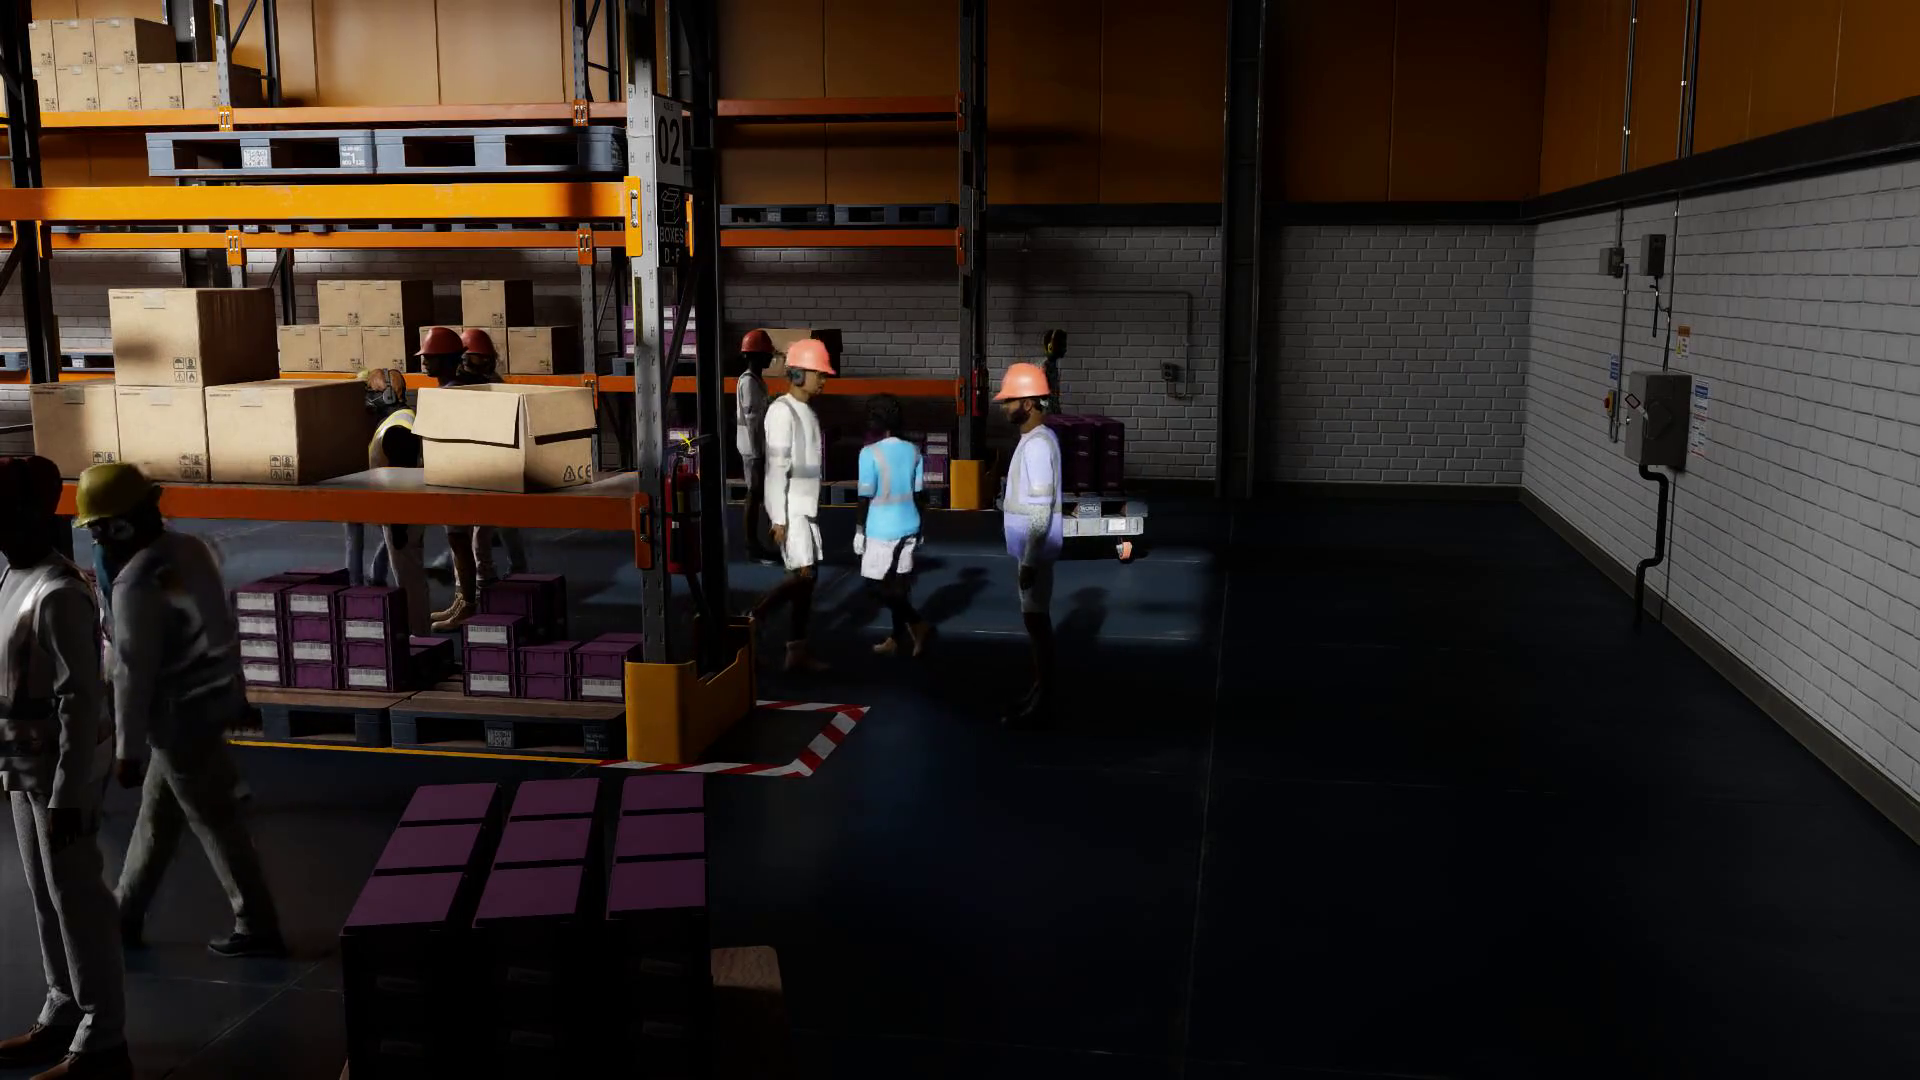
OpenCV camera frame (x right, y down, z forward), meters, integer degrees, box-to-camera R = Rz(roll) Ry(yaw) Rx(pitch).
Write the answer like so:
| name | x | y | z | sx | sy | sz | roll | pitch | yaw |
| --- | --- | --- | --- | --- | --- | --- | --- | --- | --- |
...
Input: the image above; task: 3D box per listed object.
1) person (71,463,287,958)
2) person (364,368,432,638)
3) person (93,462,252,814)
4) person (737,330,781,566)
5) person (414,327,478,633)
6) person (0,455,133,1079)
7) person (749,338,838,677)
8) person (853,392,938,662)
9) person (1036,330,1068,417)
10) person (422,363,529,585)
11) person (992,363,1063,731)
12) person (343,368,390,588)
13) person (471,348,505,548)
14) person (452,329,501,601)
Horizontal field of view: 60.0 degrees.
| name | x | y | z | sx | sy | sz | roll | pitch | yaw |
| --- | --- | --- | --- | --- | --- | --- | --- | --- | --- |
| person | -2.794 | 0.613 | 5.738 | 0.890 | 1.766 | 0.650 | -1 | 9 | -5 |
| person | -3.442 | -0.136 | 10.191 | 0.430 | 1.835 | 0.622 | -4 | 10 | -21 |
| person | -3.582 | 0.442 | 7.333 | 0.872 | 1.592 | 0.519 | 2 | 9 | 10 |
| person | -1.659 | -0.756 | 13.696 | 0.354 | 1.939 | 0.544 | -1 | 9 | -7 |
| person | -3.427 | -0.401 | 11.164 | 0.370 | 2.044 | 0.608 | -3 | 10 | -17 |
| person | -2.697 | 0.689 | 4.904 | 0.355 | 1.883 | 0.575 | -9 | 13 | -44 |
| person | -1.006 | -0.183 | 9.885 | 0.573 | 2.021 | 0.645 | 2 | 9 | 14 |
| person | -0.372 | -0.057 | 10.113 | 0.581 | 1.686 | 0.548 | 7 | 11 | 37 |
| person | 0.911 | -1.130 | 16.288 | 0.659 | 1.843 | 0.534 | 2 | 9 | 10 |
| person | -3.740 | -0.553 | 12.574 | 0.963 | 1.889 | 0.648 | -2 | 9 | -12 |
| person | 0.353 | 0.039 | 8.772 | 0.378 | 1.932 | 0.551 | 1 | 9 | 4 |
| person | -4.170 | -0.339 | 11.684 | 0.563 | 1.739 | 0.393 | -8 | 12 | -41 |
| person | -4.113 | -0.830 | 14.587 | 0.465 | 1.815 | 0.630 | -4 | 10 | -22 |
| person | -3.562 | -0.560 | 12.304 | 0.394 | 1.990 | 0.625 | 3 | 10 | 19 |
